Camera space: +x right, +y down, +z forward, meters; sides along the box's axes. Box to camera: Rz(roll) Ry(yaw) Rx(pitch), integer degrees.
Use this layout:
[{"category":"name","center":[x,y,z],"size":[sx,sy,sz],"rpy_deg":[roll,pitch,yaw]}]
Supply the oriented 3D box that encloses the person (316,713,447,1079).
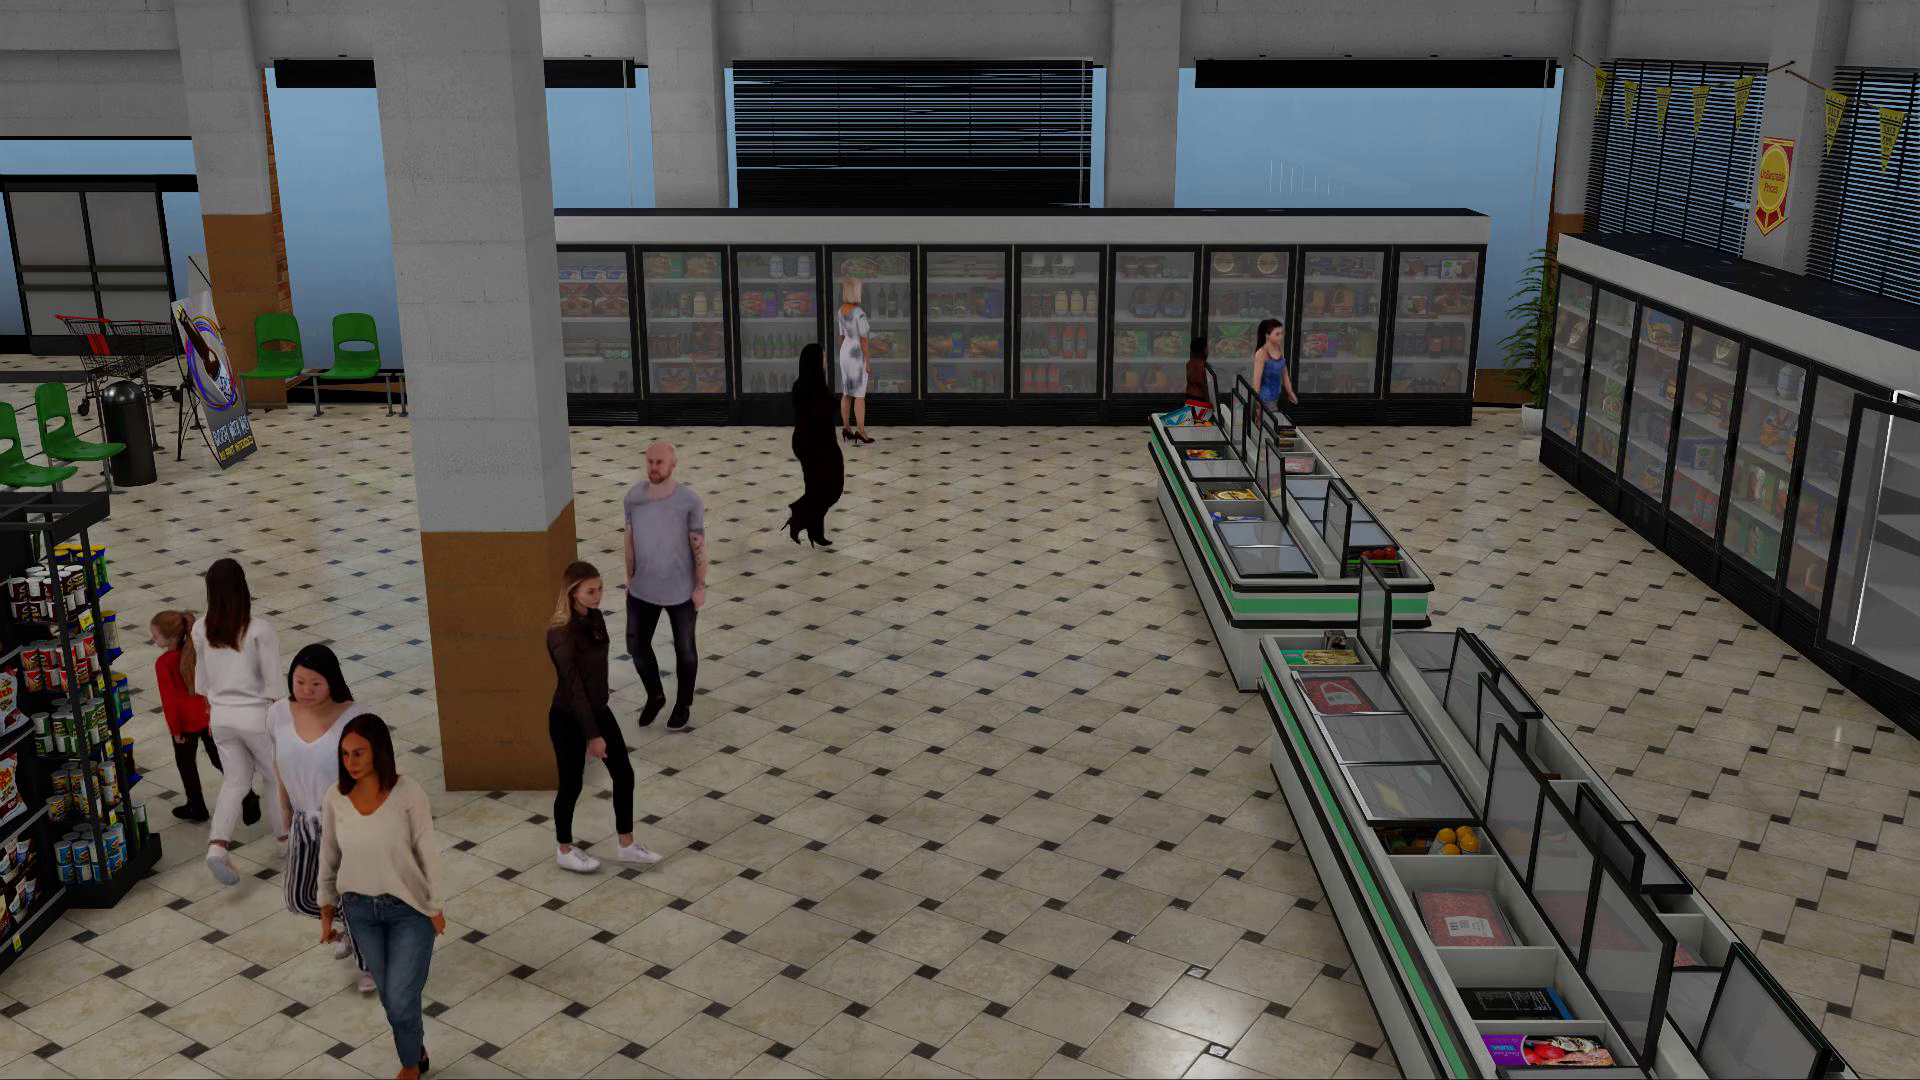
[{"category":"person","center":[-2.240,1.446,6.661],"size":[0.695,1.667,0.698],"rpy_deg":[3,17,11]}]

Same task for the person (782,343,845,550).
[{"category":"person","center":[-1.264,-0.733,13.707],"size":[0.907,1.744,0.854],"rpy_deg":[-9,19,-26]}]

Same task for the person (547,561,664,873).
[{"category":"person","center":[-1.991,0.909,8.410],"size":[0.816,1.679,0.813],"rpy_deg":[6,18,19]}]

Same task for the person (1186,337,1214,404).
[{"category":"person","center":[2.412,-1.438,16.874],"size":[0.645,1.253,0.556],"rpy_deg":[-11,20,-33]}]

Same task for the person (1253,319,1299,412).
[{"category":"person","center":[2.885,-1.340,16.022],"size":[0.992,1.559,1.094],"rpy_deg":[10,19,29]}]

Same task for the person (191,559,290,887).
[{"category":"person","center":[-3.620,0.932,8.355],"size":[0.660,1.667,1.007],"rpy_deg":[2,17,6]}]

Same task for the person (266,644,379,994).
[{"category":"person","center":[-2.762,1.228,7.404],"size":[0.773,1.653,0.794],"rpy_deg":[6,18,18]}]

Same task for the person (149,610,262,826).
[{"category":"person","center":[-4.060,0.975,8.925],"size":[0.802,1.254,0.856],"rpy_deg":[10,20,30]}]

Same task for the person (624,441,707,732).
[{"category":"person","center":[-1.792,0.262,10.281],"size":[0.723,1.830,0.678],"rpy_deg":[3,17,8]}]

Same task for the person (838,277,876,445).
[{"category":"person","center":[-1.116,-1.897,17.526],"size":[0.694,1.751,0.632],"rpy_deg":[-16,23,-42]}]
